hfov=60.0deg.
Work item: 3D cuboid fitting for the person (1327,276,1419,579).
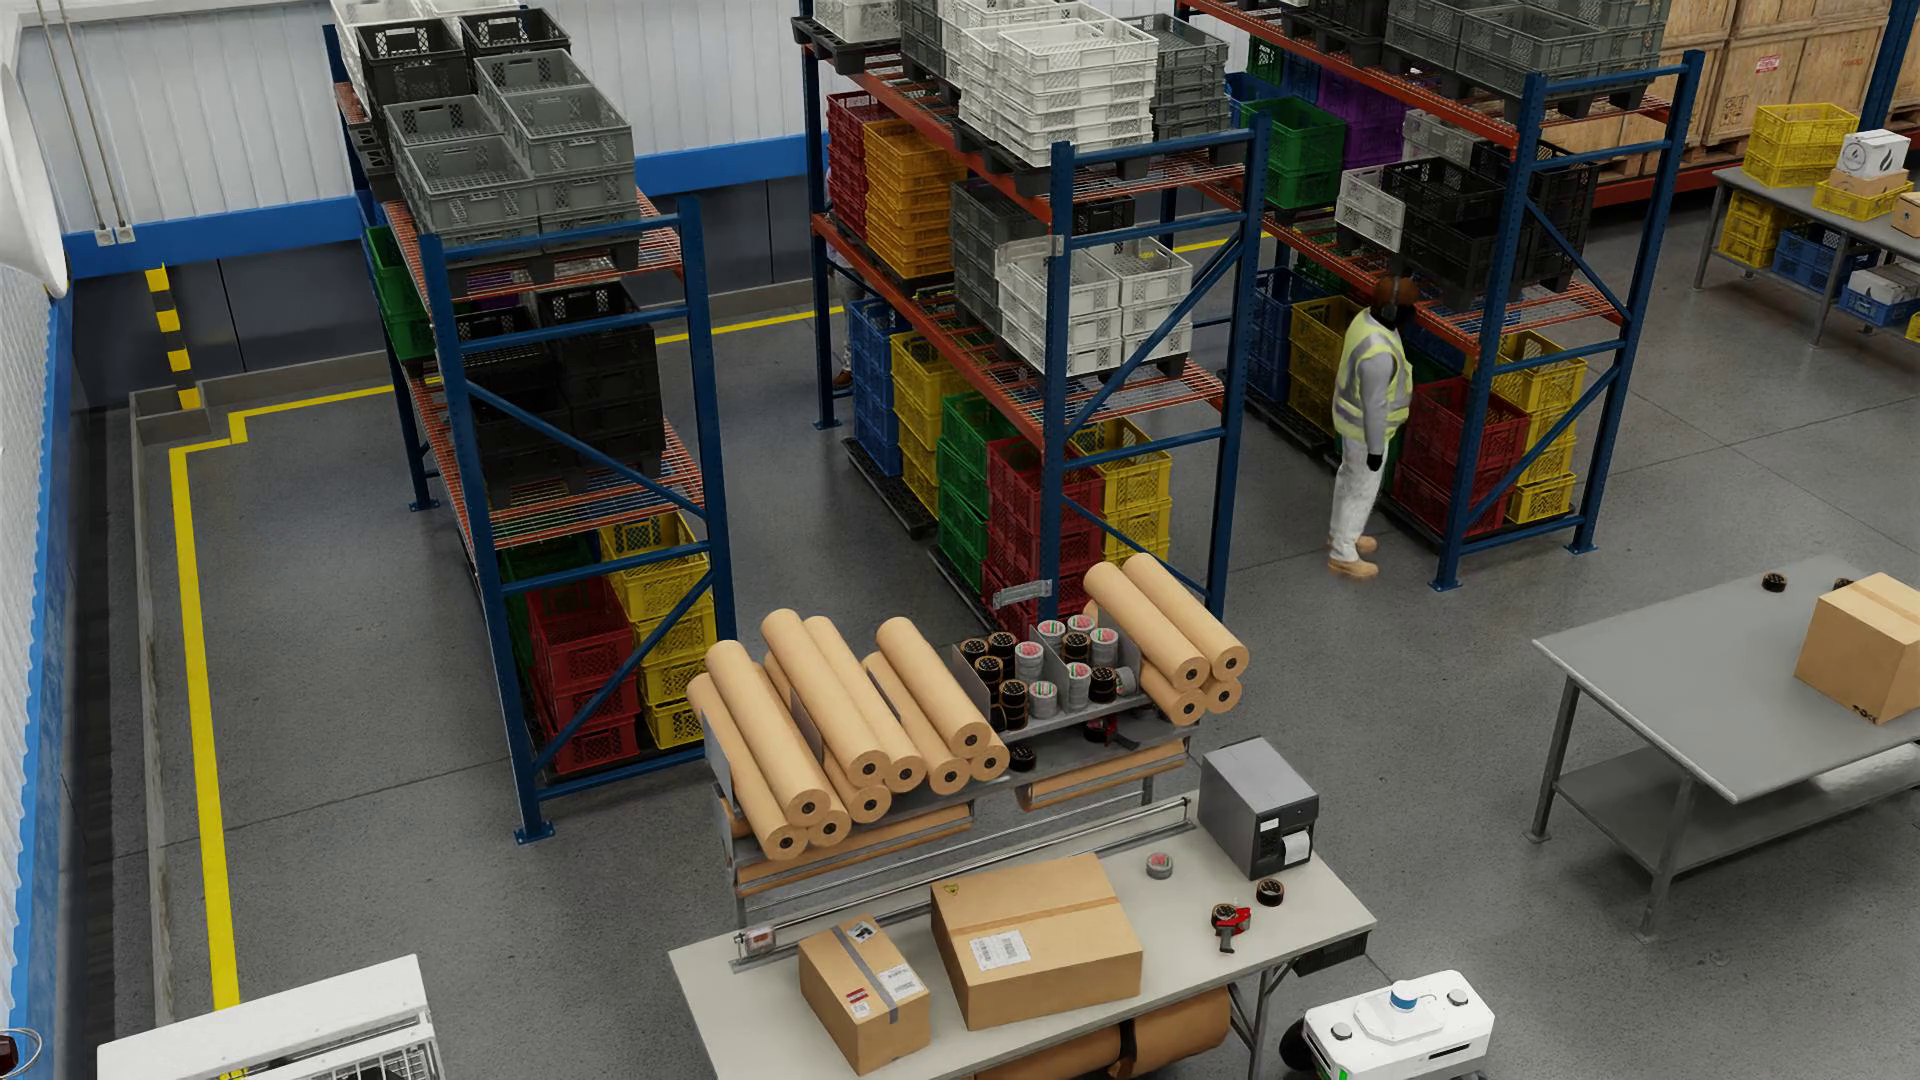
[{"bbox_3d":[2.344,-0.657,9.537,0.429,1.833,0.628,3,32,5],"label":"person"}]

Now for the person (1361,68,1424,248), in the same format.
[{"bbox_3d":[3.561,-3.329,13.824,0.574,1.885,0.356,-19,36,-28],"label":"person"}]

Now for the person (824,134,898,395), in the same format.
[{"bbox_3d":[-0.662,-1.929,11.499,0.635,1.939,0.366,14,34,21],"label":"person"}]

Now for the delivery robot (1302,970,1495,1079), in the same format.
[{"bbox_3d":[1.702,1.920,6.471,0.707,0.478,0.477,-10,33,-16],"label":"delivery robot"}]
